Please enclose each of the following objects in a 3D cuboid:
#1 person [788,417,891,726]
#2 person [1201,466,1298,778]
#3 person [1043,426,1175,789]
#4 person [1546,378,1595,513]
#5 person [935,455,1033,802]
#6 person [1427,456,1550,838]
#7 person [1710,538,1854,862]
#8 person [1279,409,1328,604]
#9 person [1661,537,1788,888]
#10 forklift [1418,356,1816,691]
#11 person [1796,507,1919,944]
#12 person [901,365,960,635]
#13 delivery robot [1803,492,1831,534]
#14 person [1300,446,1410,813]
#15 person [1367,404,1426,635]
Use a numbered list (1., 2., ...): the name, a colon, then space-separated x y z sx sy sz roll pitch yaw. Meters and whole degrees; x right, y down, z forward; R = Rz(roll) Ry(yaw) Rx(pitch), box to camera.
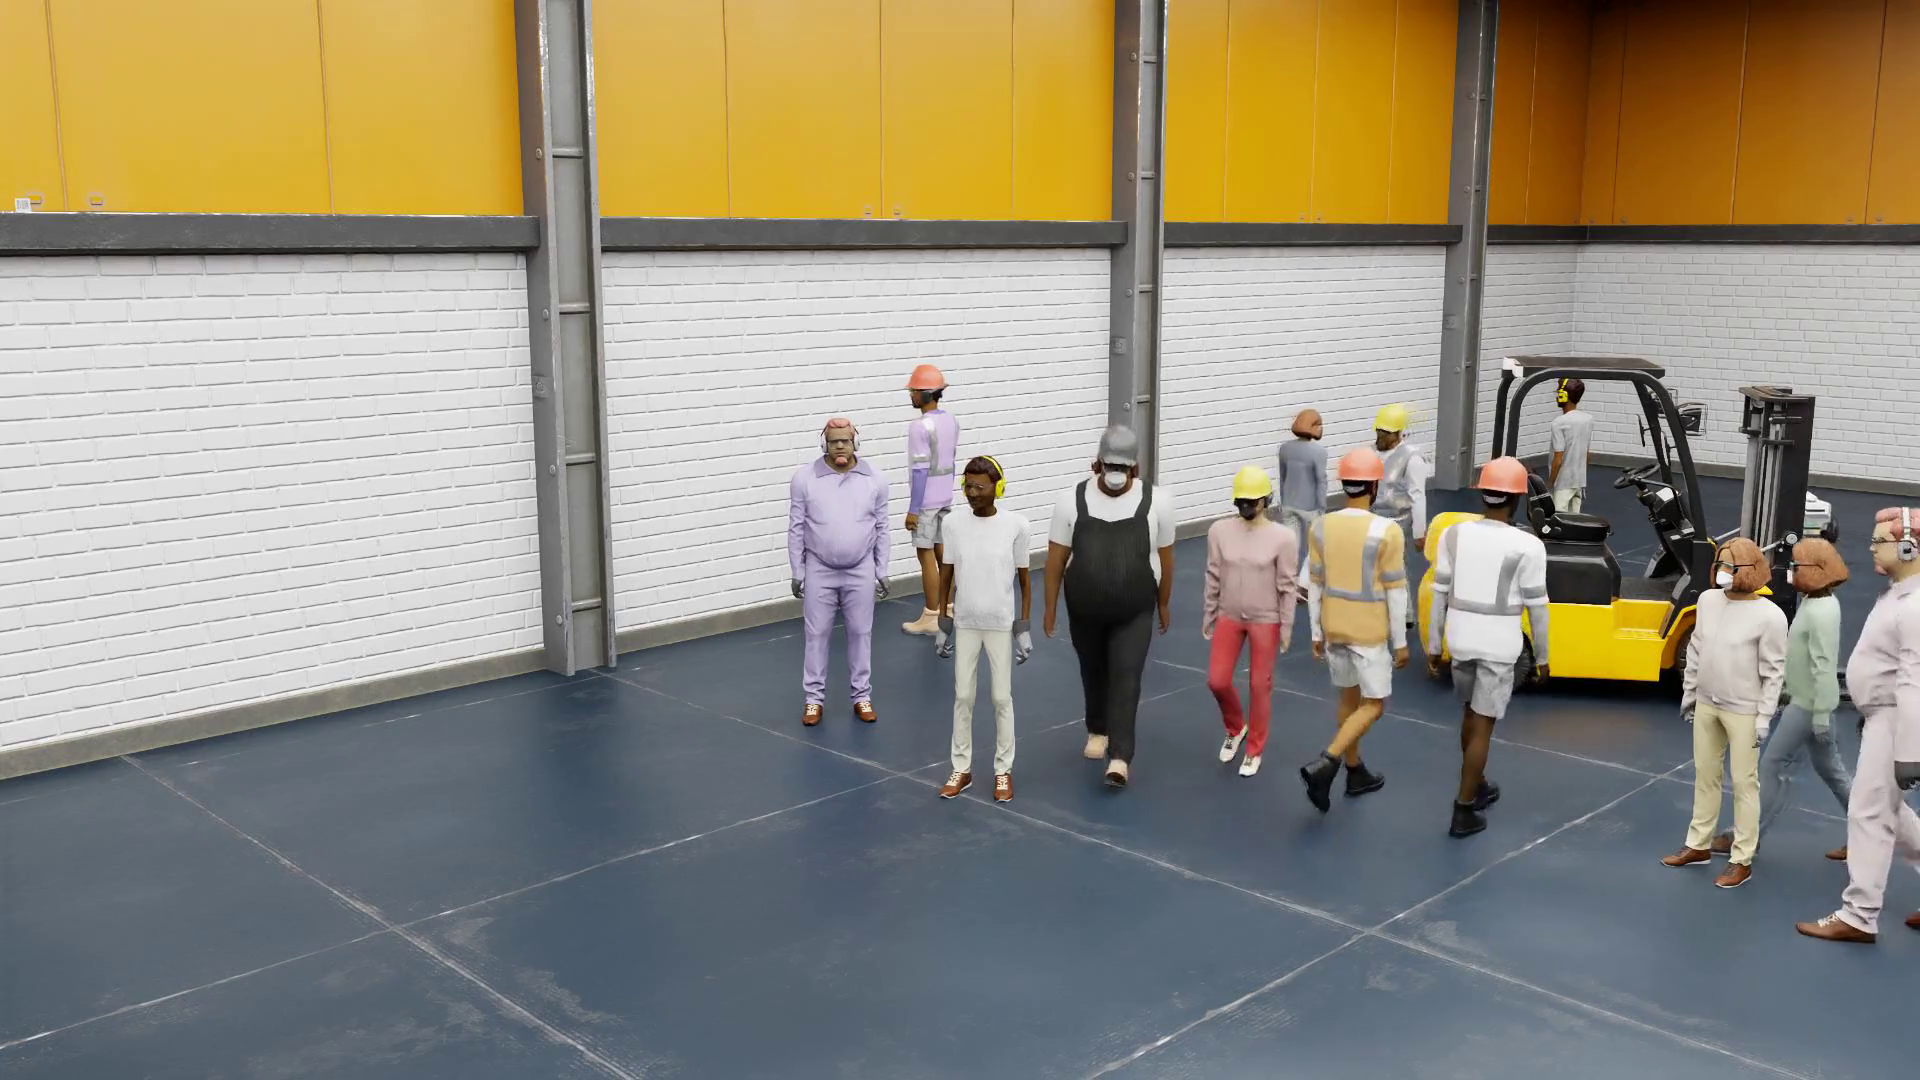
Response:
1. person: -0.737 0.193 10.254 0.638 1.911 0.406 -2 11 -10
2. person: 1.591 0.456 9.228 0.549 1.748 0.374 5 11 25
3. person: 0.813 0.315 9.228 0.711 2.000 1.060 2 11 12
4. person: 4.983 -0.425 13.727 0.512 1.873 0.329 -8 13 -35
5. person: 0.125 0.470 8.859 0.532 1.864 0.310 2 11 13
6. person: 2.734 0.522 8.445 0.810 1.906 0.557 -10 14 -44
7. person: 4.051 0.777 7.958 0.837 1.595 0.504 5 12 26
8. person: 2.784 -0.256 13.490 0.366 1.617 0.525 -9 14 -41
9. person: 3.570 0.791 7.738 0.278 1.634 0.499 -5 11 -24
10. forklift: 4.276 -0.101 11.076 2.313 2.155 1.214 2 11 13
11. person: 4.010 0.795 7.034 0.608 1.887 0.684 5 12 27
12. person: -0.248 -0.302 12.581 0.378 2.042 0.615 5 12 27
13. delivery robot: 8.311 -0.318 16.479 0.477 0.478 0.707 0 10 2
14. person: 2.035 0.473 8.698 0.778 1.918 0.556 -9 14 -40
15. person: 3.066 -0.121 12.311 0.926 1.771 0.633 -3 11 -18
